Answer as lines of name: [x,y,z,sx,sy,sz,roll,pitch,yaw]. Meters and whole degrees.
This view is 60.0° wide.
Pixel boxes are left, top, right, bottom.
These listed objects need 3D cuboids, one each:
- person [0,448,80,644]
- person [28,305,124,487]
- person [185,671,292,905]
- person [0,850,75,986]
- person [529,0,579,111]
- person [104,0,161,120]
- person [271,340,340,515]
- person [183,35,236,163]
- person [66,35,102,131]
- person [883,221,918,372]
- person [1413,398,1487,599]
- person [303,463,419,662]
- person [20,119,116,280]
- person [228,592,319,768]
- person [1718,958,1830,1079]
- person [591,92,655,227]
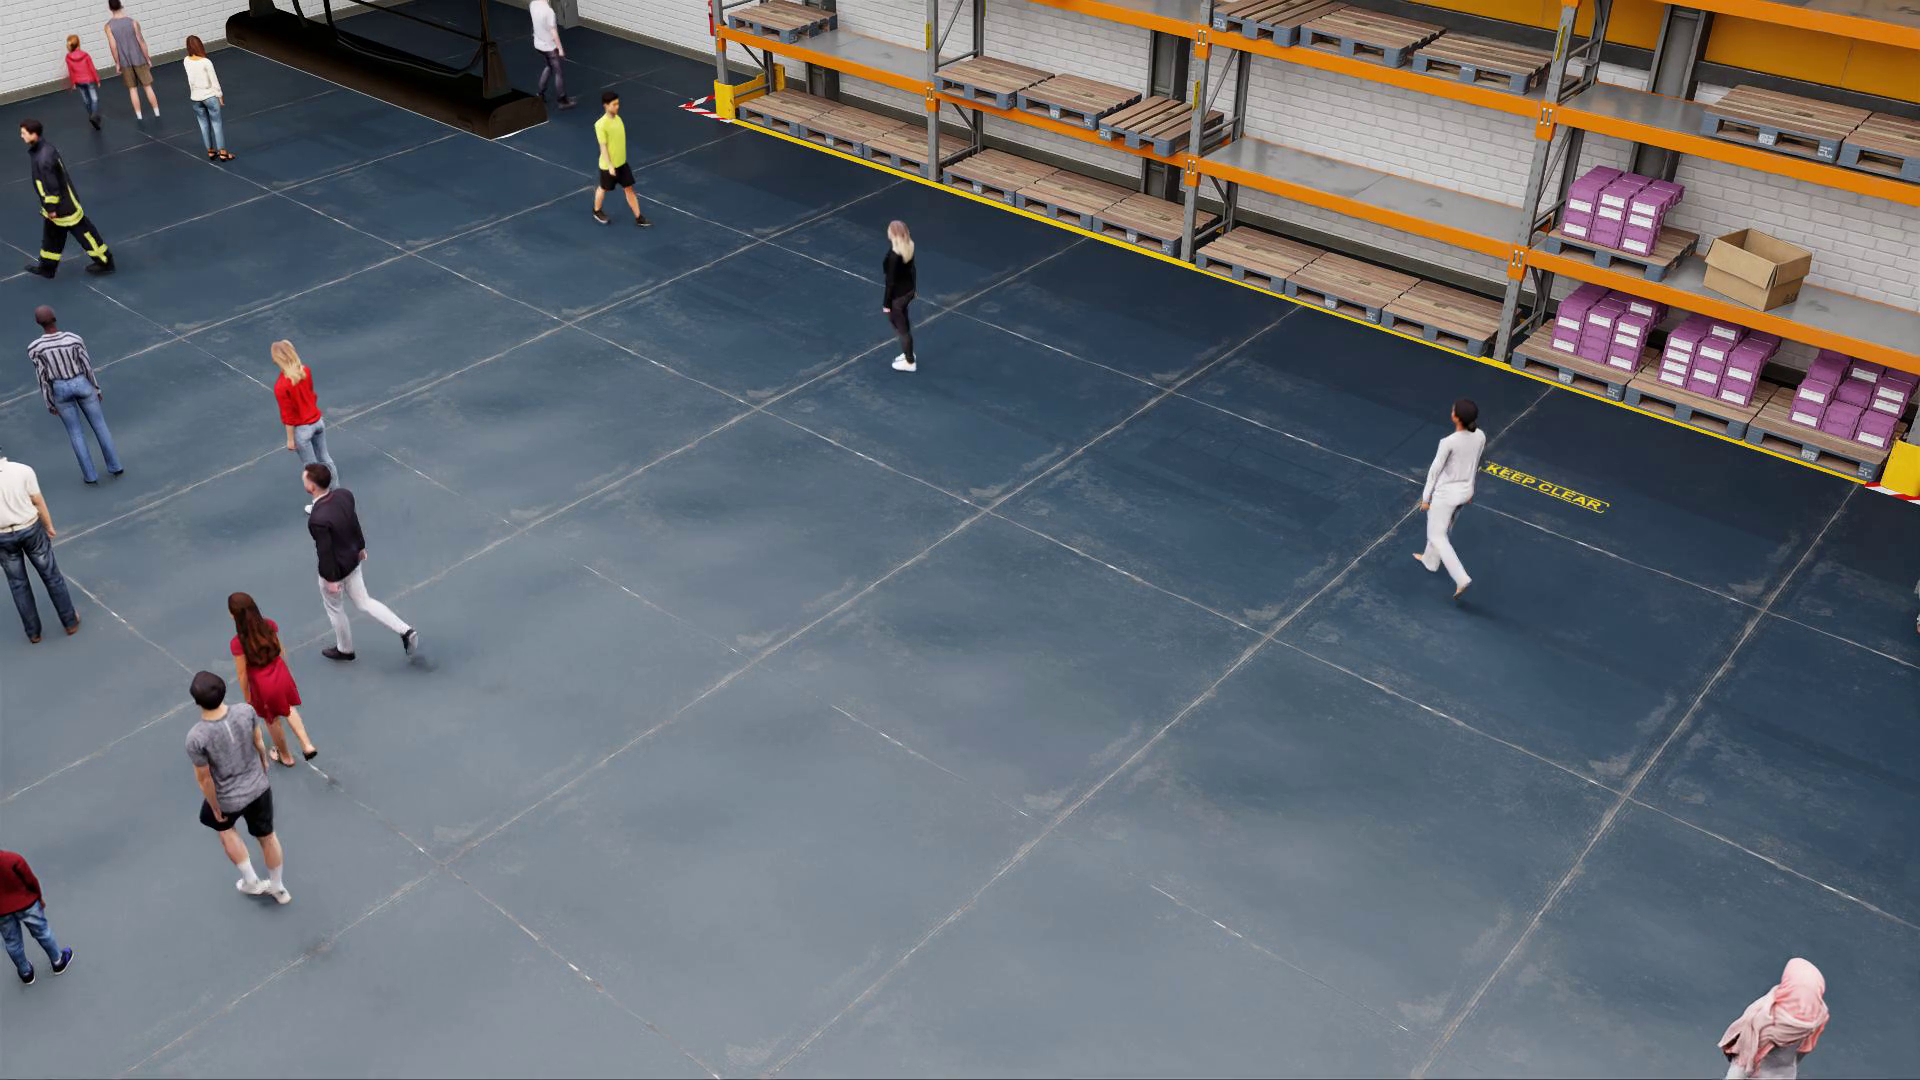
person: [-7.515,-0.029,13.260,0.739,1.847,0.726,-15,36,-21]
person: [-8.125,-1.322,15.253,0.684,1.794,0.647,-20,39,-28]
person: [-4.599,1.649,10.726,0.694,1.858,0.676,28,43,35]
person: [-5.896,2.261,10.349,0.584,1.256,0.611,-12,35,-17]
person: [-5.971,-7.080,23.889,0.793,1.824,0.761,-29,43,-36]
person: [-11.818,-6.833,23.729,0.702,1.841,0.683,-17,37,-24]
person: [-5.844,-1.002,14.853,0.645,1.704,0.680,10,35,15]
person: [-10.101,-5.909,22.259,0.627,1.678,0.753,8,35,12]
person: [-12.291,-6.395,23.333,0.807,1.298,0.901,-6,34,-9]
person: [-0.516,-2.481,17.102,0.677,1.677,0.693,13,36,19]
person: [4.143,-0.340,13.849,0.910,1.713,1.137,-15,36,-21]
person: [-4.719,0.221,12.905,1.183,1.823,0.978,7,34,11]
person: [-10.208,-3.889,19.045,1.119,1.872,1.231,-19,38,-26]
person: [-4.919,1.037,11.927,0.755,1.547,0.571,22,40,30]
person: [4.283,2.892,8.904,0.739,1.804,0.773,-9,35,-13]
person: [-4.320,-4.637,20.353,1.152,1.669,0.758,17,37,23]
